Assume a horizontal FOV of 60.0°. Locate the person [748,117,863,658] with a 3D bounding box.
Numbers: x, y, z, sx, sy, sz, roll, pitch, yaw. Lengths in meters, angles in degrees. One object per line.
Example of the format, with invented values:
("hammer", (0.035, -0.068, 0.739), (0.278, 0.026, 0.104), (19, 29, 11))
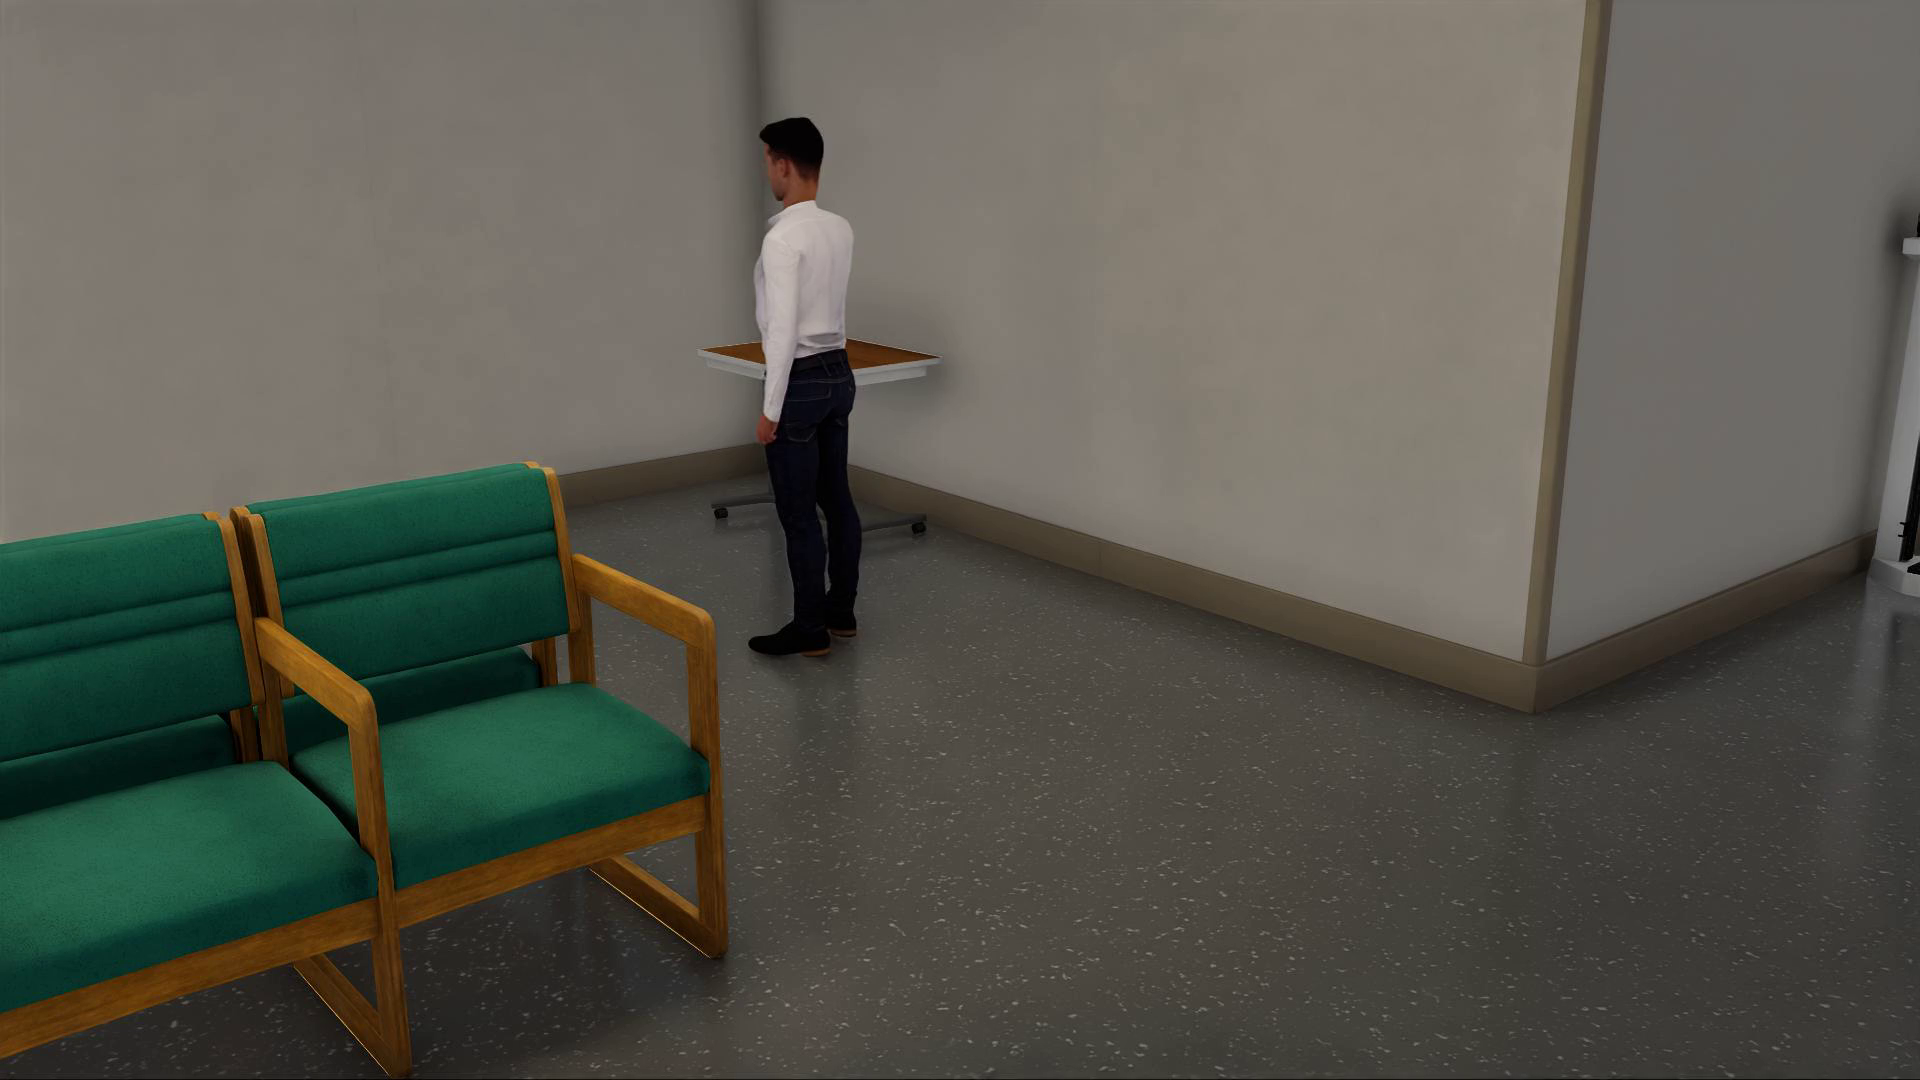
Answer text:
("person", (-0.526, -0.524, 5.825), (0.706, 1.873, 0.700), (8, 18, 27))
